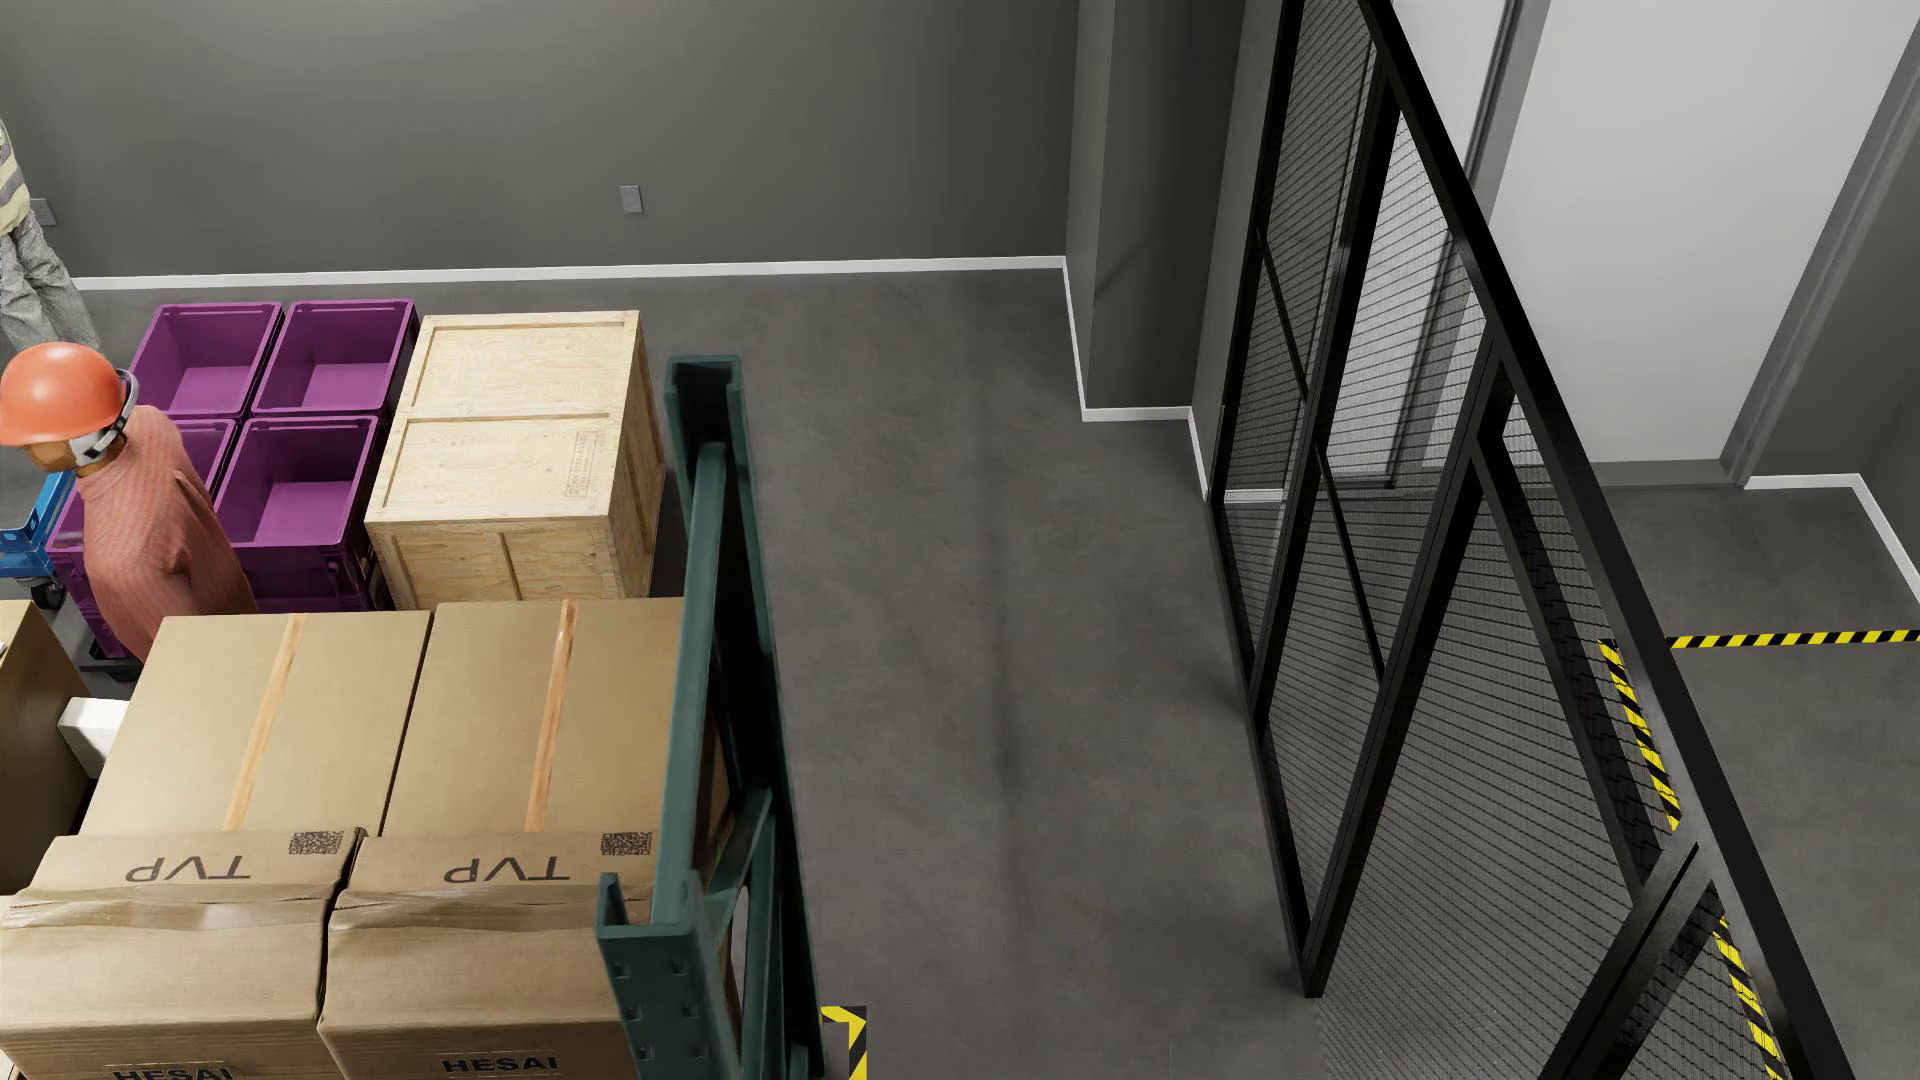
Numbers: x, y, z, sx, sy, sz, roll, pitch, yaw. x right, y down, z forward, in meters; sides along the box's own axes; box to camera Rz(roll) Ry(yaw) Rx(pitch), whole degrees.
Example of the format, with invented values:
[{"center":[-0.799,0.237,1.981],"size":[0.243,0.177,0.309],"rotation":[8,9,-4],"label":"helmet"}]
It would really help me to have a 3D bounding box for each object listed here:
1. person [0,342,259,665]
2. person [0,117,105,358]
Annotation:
[{"center":[-2.059,0.260,4.468],"size":[0.383,1.995,0.622],"rotation":[-12,48,-11],"label":"person"},{"center":[-3.544,-1.180,5.957],"size":[0.404,1.829,0.591],"rotation":[2,46,2],"label":"person"}]
